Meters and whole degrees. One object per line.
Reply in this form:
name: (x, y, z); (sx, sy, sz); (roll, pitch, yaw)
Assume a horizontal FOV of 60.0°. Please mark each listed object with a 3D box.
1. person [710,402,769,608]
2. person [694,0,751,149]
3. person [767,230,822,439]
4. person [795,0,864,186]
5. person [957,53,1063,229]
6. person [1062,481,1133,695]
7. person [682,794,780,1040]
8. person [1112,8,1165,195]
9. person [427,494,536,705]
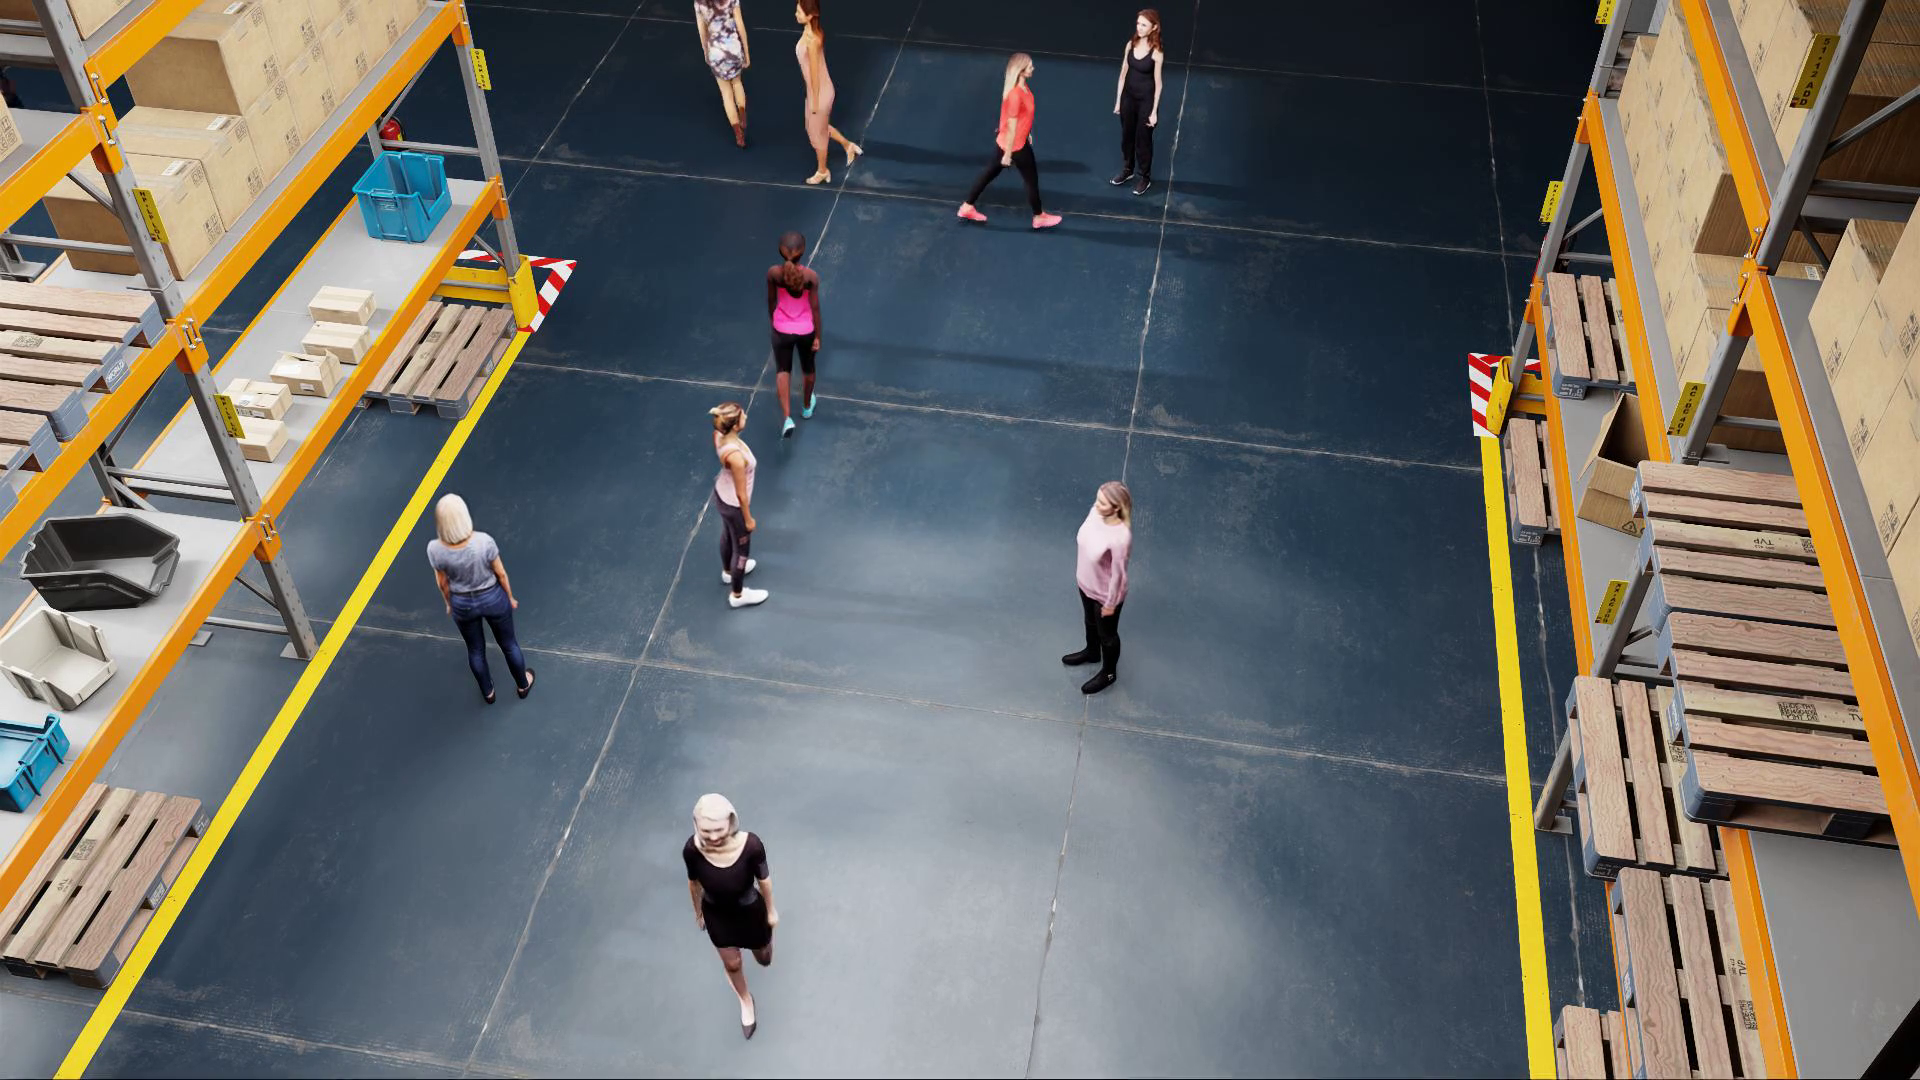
person: (-1.522, -0.257, 11.106); (0.717, 1.643, 0.622); (-16, 46, -16)
person: (-2.169, -4.477, 15.493); (0.760, 1.702, 0.878); (-2, 44, -2)
person: (-1.241, -1.494, 12.359); (0.658, 1.707, 0.969); (1, 44, 1)
person: (-1.177, -4.004, 14.912); (0.803, 1.820, 0.810); (-7, 44, -7)
person: (0.361, -3.430, 14.432); (0.848, 1.650, 1.149); (-1, 44, -1)
person: (0.912, 0.272, 10.518); (0.745, 1.688, 0.651); (-17, 46, -17)
person: (-1.171, 1.882, 8.735); (0.719, 1.816, 0.930); (-2, 44, -2)
person: (1.628, -3.952, 14.910); (0.671, 1.747, 0.670); (28, 50, 26)
person: (-3.005, 0.378, 10.383); (0.646, 1.722, 0.624); (-7, 44, -8)
